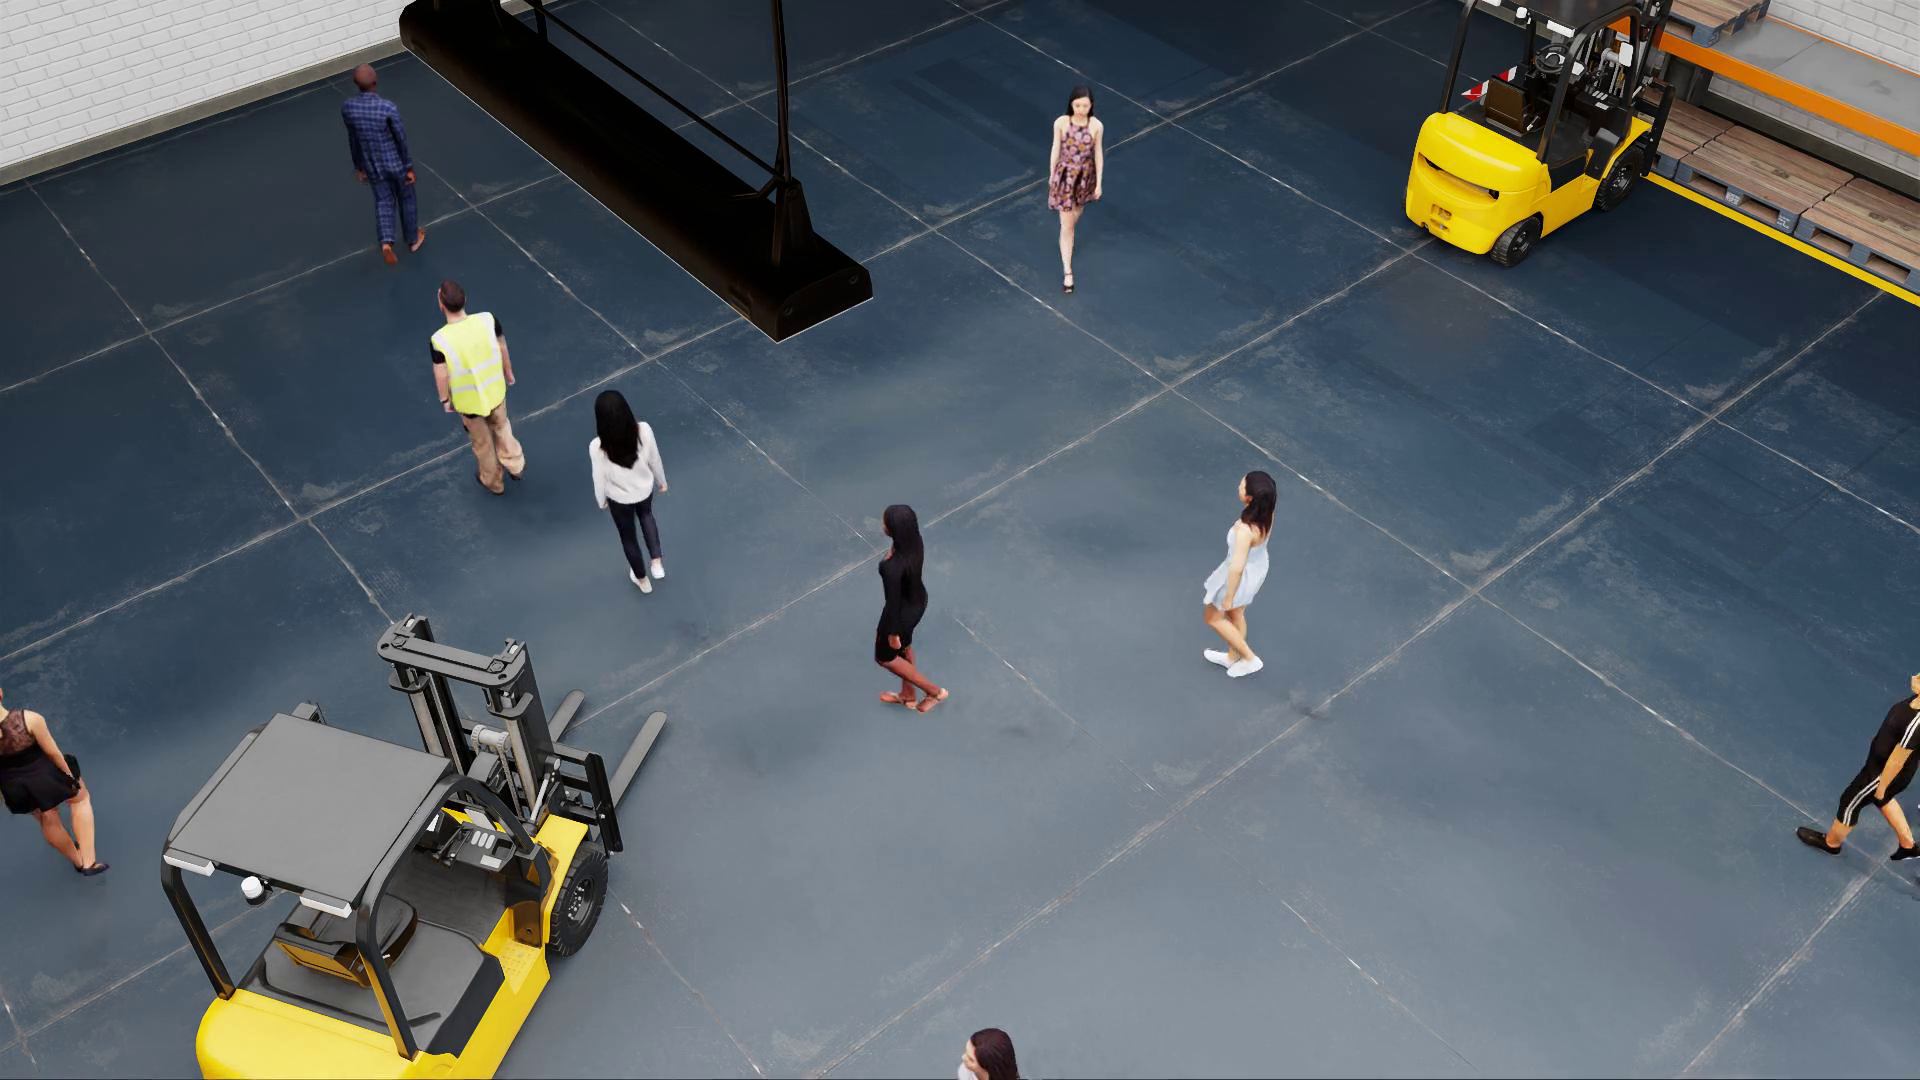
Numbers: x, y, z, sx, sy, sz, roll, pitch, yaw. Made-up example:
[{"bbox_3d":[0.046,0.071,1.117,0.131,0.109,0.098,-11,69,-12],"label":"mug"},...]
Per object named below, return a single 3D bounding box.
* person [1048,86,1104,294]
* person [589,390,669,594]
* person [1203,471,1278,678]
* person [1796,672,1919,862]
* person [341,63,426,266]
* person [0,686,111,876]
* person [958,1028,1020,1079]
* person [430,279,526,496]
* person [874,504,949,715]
[{"bbox_3d":[0.977,-3.041,14.005,1.088,1.712,1.215,0,44,0],"label":"person"},{"bbox_3d":[-2.169,-0.270,11.112,0.660,1.691,0.628,-25,49,-24],"label":"person"},{"bbox_3d":[1.864,0.268,10.524,0.797,1.723,0.726,21,48,21],"label":"person"},{"bbox_3d":[5.373,1.319,9.472,0.897,1.652,0.648,31,52,29],"label":"person"},{"bbox_3d":[-4.866,-3.131,14.035,0.982,1.802,1.068,0,44,0],"label":"person"},{"bbox_3d":[-5.221,1.403,9.373,0.675,1.667,0.762,-15,46,-16],"label":"person"},{"bbox_3d":[0.223,2.760,7.987,0.971,1.615,0.980,-5,44,-5],"label":"person"},{"bbox_3d":[-3.389,-1.030,11.802,0.702,1.839,0.694,-31,52,-28],"label":"person"},{"bbox_3d":[-0.271,0.471,10.321,0.865,1.709,0.804,9,44,9],"label":"person"}]
